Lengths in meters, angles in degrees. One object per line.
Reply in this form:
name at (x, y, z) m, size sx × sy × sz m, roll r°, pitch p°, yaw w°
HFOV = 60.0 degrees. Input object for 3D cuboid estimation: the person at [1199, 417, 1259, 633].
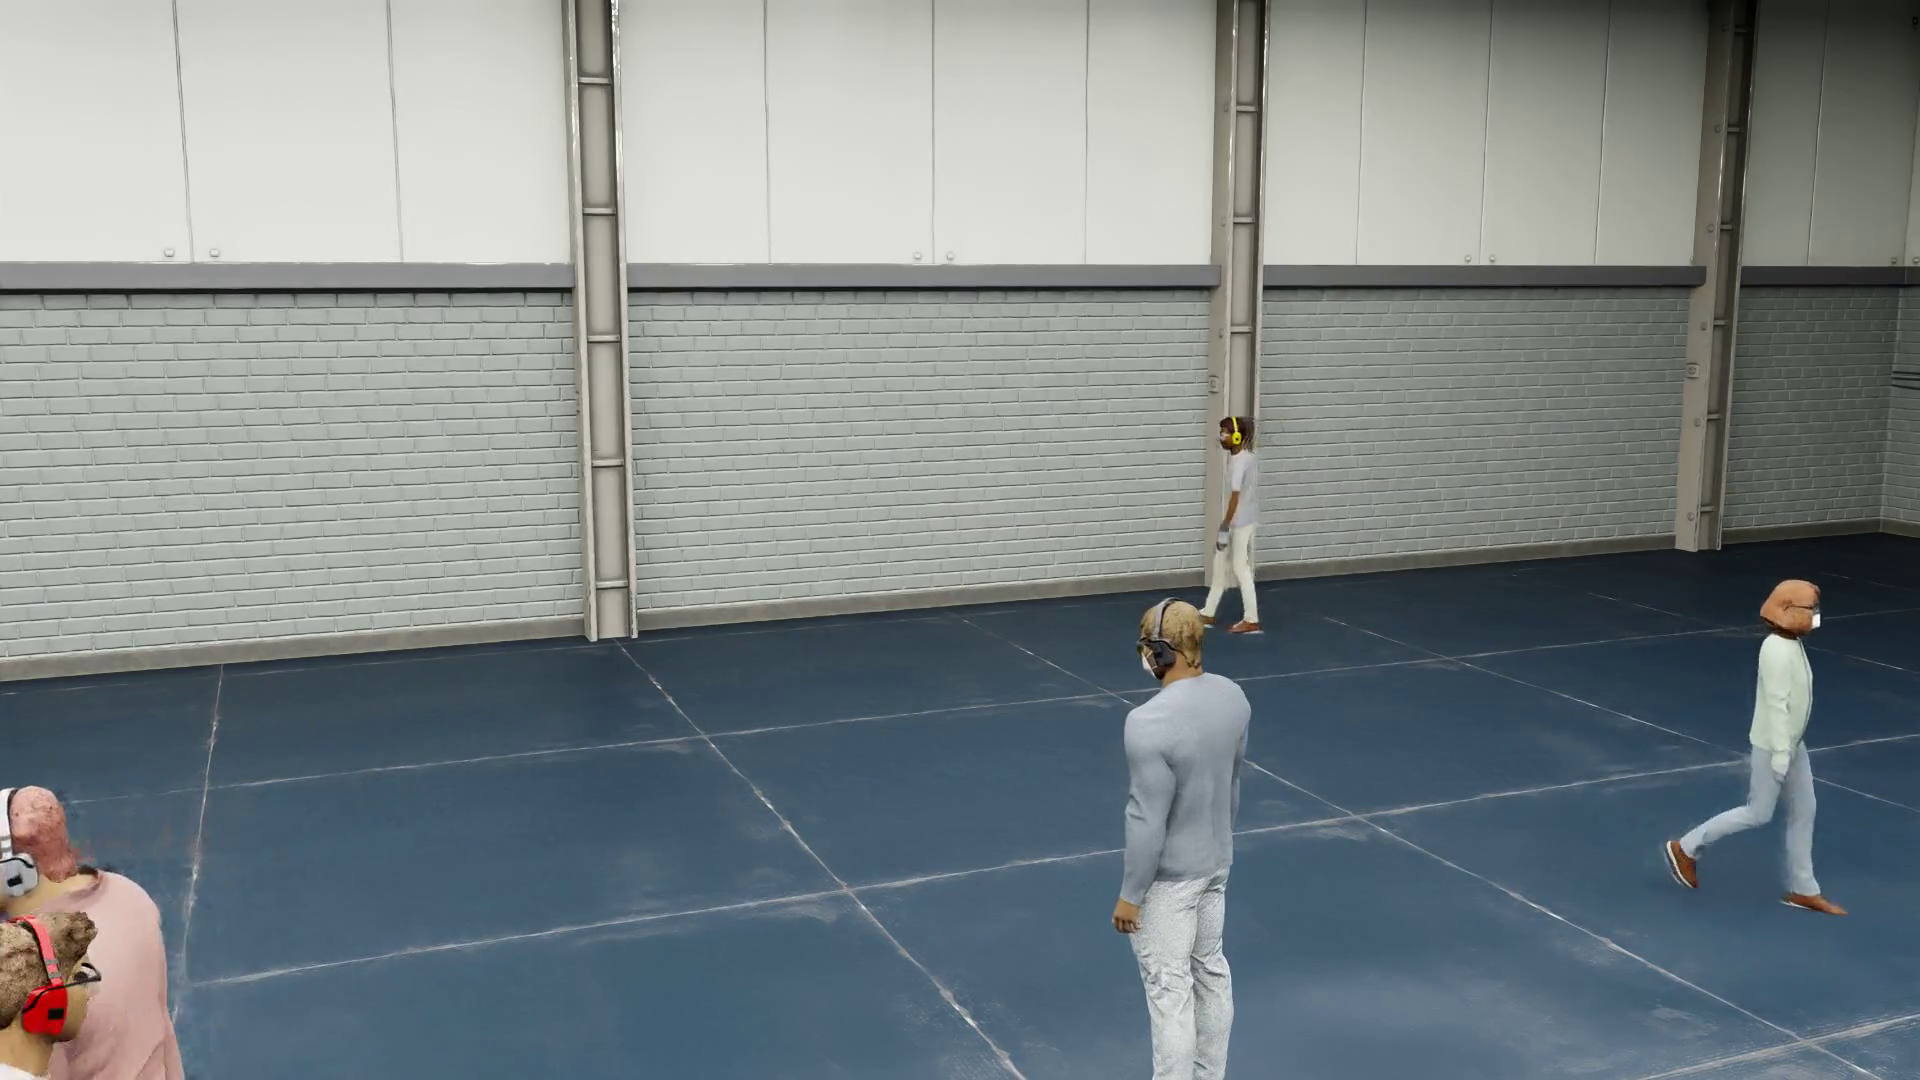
person at (2.204, -0.115, 14.040) m, size 0.751 × 1.844 × 0.563 m, roll 1°, pitch 9°, yaw 9°

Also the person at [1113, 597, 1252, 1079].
person at (0.753, 1.154, 5.803) m, size 0.373 × 1.936 × 0.629 m, roll 8°, pitch 12°, yaw 40°

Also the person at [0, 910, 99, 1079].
person at (-1.804, 1.621, 3.346) m, size 0.594 × 1.780 × 0.970 m, roll 8°, pitch 12°, yaw 42°

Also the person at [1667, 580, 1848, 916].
person at (3.870, 0.971, 7.979) m, size 0.744 × 1.612 × 0.503 m, roll 7°, pitch 12°, yaw 38°

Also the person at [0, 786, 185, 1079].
person at (-2.186, 1.488, 3.903) m, size 0.867 × 1.867 × 0.668 m, roll -1°, pitch 9°, yaw -7°
